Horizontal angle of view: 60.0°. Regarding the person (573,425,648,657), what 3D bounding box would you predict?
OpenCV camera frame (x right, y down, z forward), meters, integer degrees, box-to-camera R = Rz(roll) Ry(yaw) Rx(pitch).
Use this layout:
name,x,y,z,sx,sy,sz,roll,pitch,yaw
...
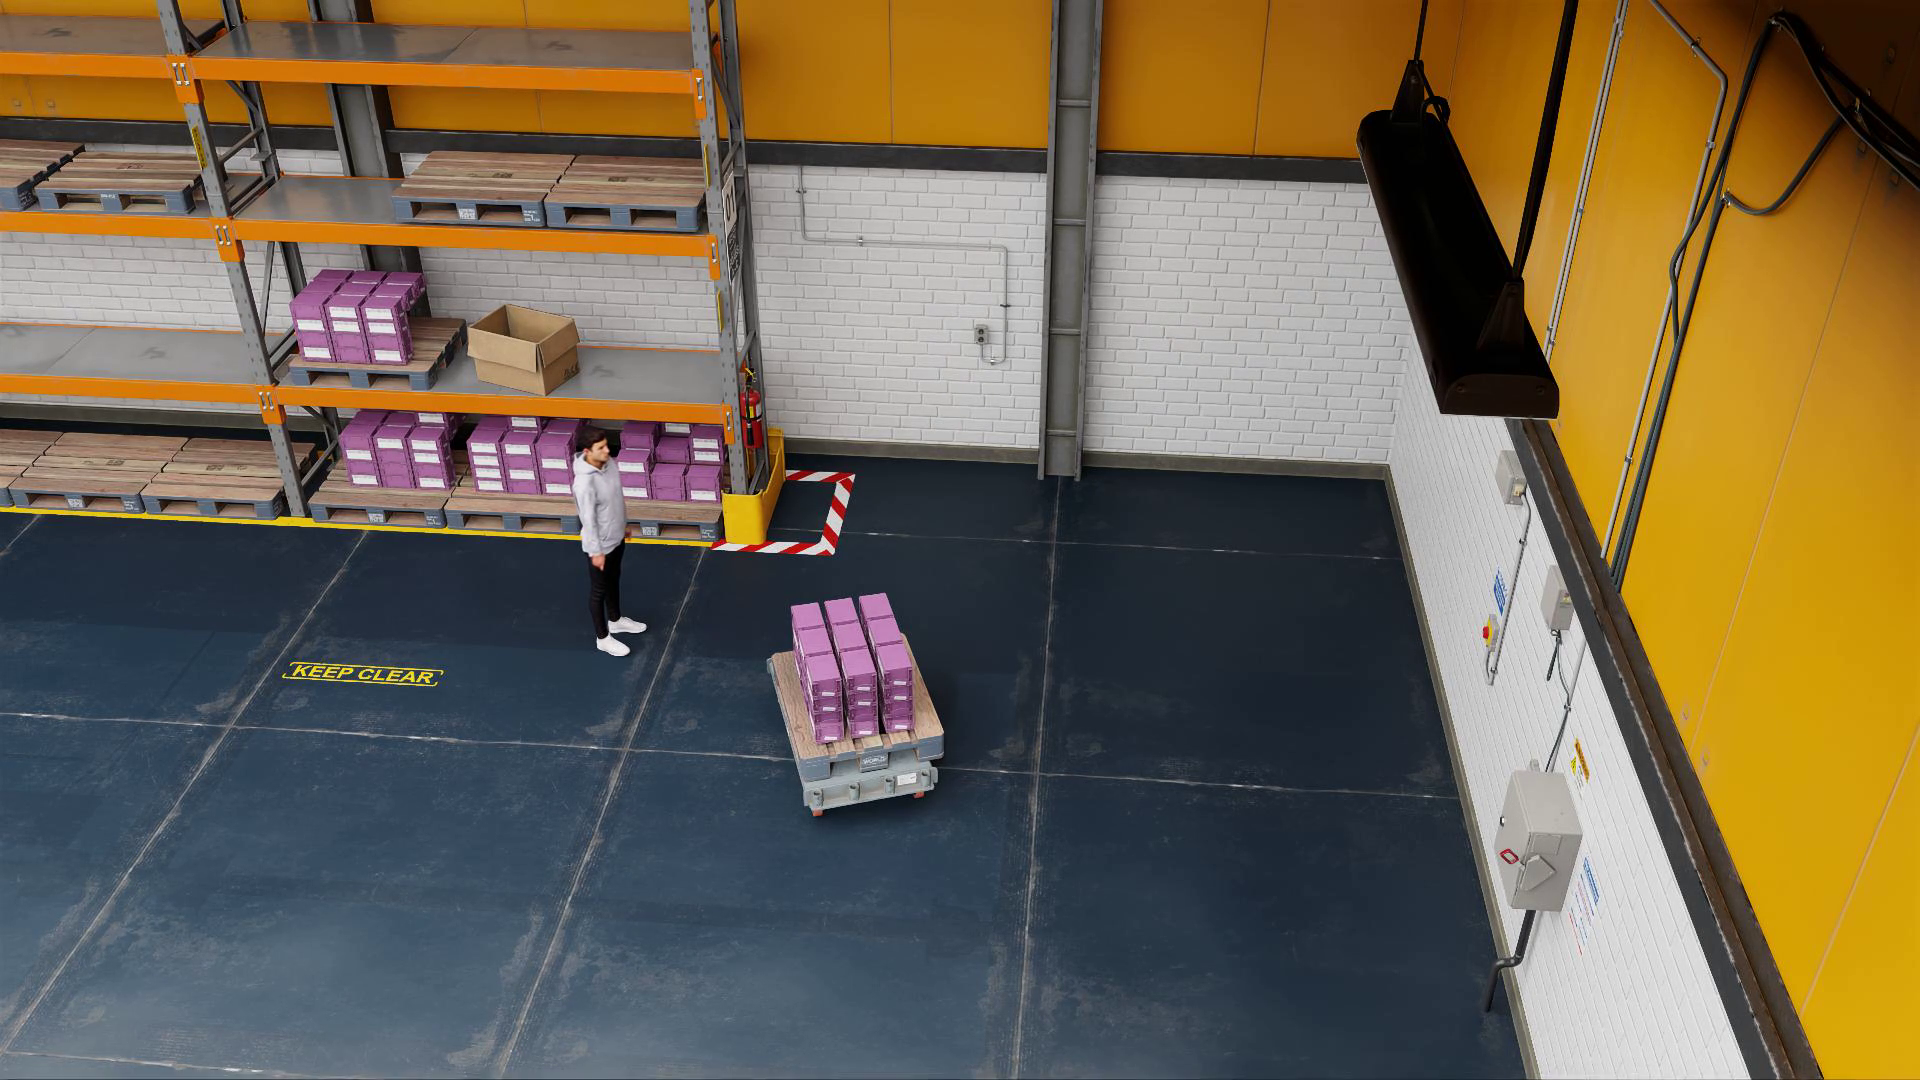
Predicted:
name,x,y,z,sx,sy,sz,roll,pitch,yaw
person,-2.739,-0.024,12.721,0.652,1.929,0.720,9,35,13
